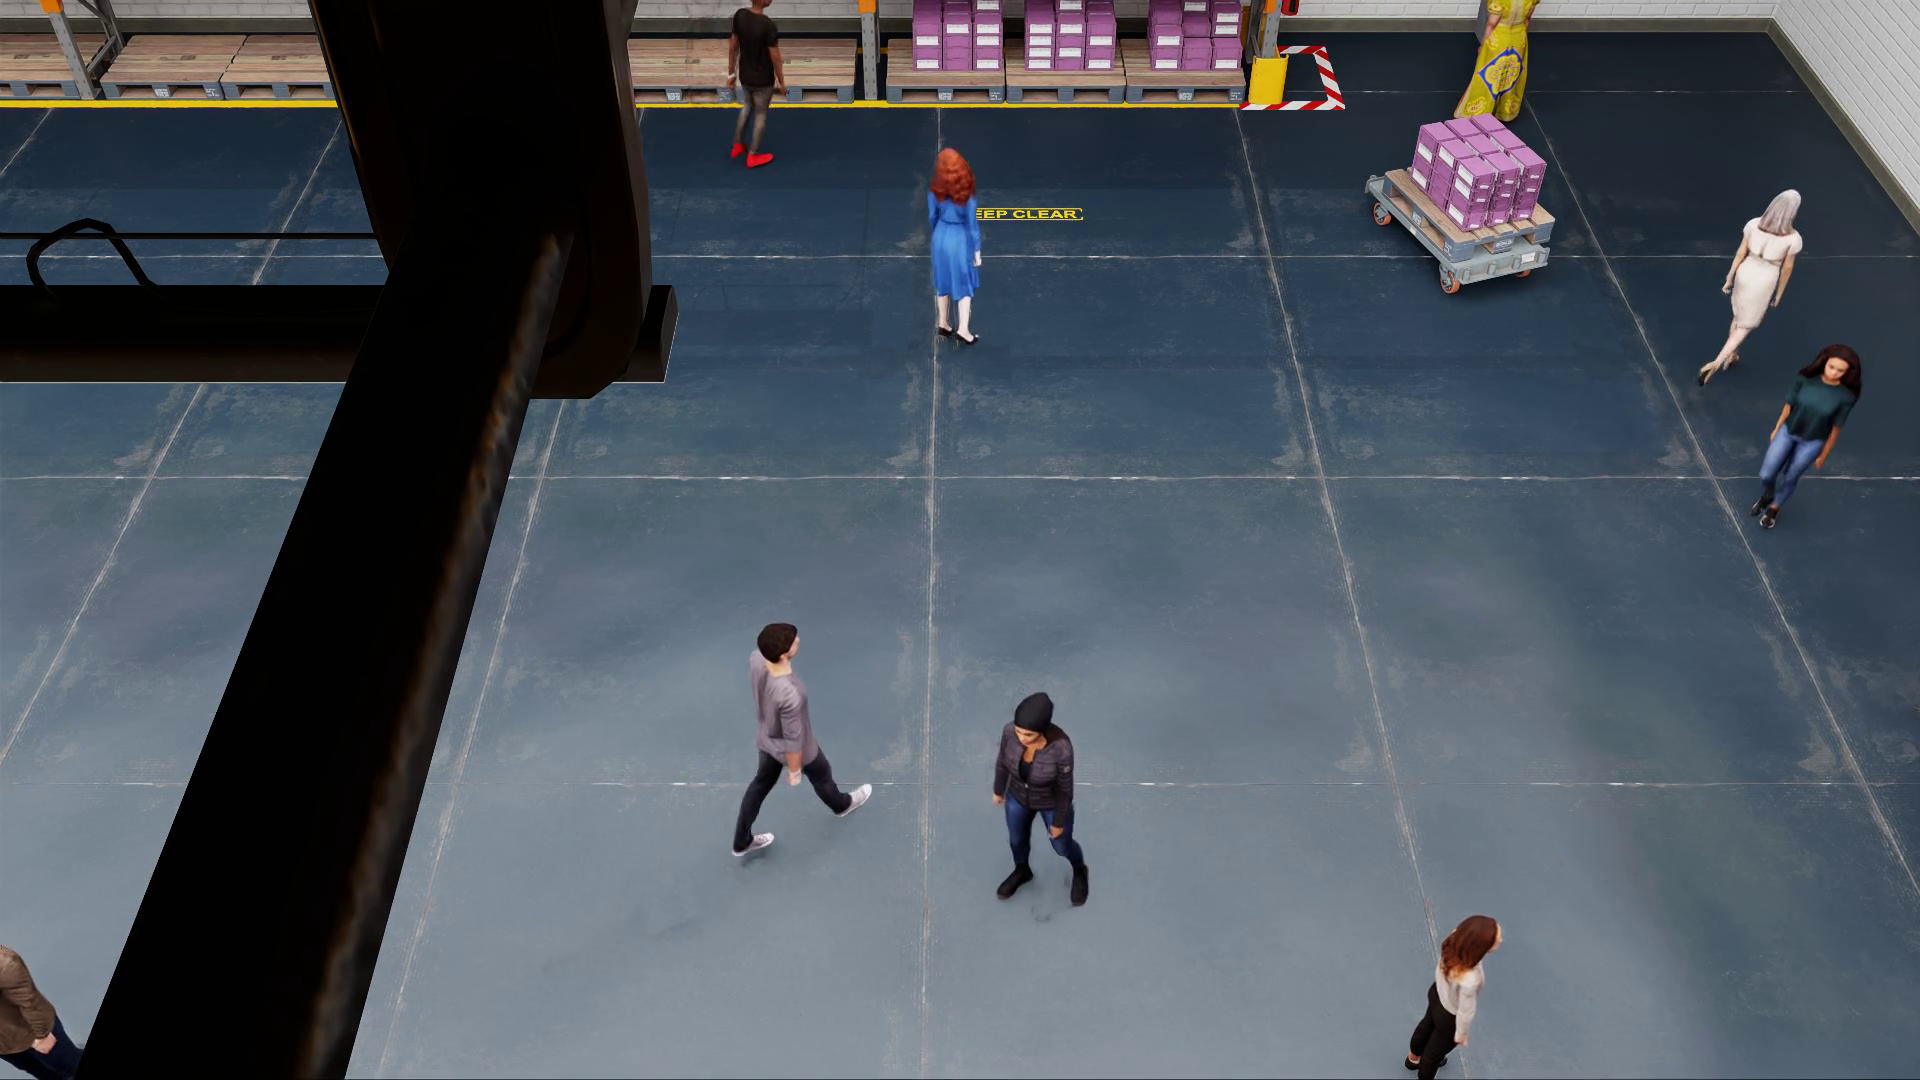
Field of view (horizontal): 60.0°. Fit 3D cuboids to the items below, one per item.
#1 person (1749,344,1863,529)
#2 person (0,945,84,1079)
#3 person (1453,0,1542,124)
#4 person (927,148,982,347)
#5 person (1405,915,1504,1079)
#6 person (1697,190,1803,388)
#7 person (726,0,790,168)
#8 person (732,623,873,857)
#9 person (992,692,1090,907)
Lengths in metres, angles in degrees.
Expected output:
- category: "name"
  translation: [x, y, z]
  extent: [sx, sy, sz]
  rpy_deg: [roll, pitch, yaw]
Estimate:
- category: "person"
  translation: [6.058, -0.770, 11.910]
  extent: [0.721, 1.605, 0.787]
  rpy_deg: [30, 51, 28]
- category: "person"
  translation: [-4.753, 2.415, 8.363]
  extent: [0.530, 1.886, 0.735]
  rpy_deg: [6, 44, 6]
- category: "person"
  translation: [5.257, -4.795, 16.096]
  extent: [0.834, 1.660, 1.001]
  rpy_deg: [-11, 45, -11]
- category: "person"
  translation: [-0.064, -2.327, 13.385]
  extent: [0.699, 1.825, 0.800]
  rpy_deg: [30, 51, 27]
- category: "person"
  translation: [2.546, 2.413, 8.657]
  extent: [0.479, 1.484, 0.537]
  rpy_deg: [0, 44, 0]
- category: "person"
  translation: [6.179, -1.922, 13.042]
  extent: [1.051, 1.713, 1.091]
  rpy_deg: [33, 53, 30]
- category: "person"
  translation: [-1.958, -4.295, 15.489]
  extent: [0.800, 1.772, 0.889]
  rpy_deg: [17, 46, 17]
- category: "person"
  translation: [-1.092, 1.206, 9.691]
  extent: [1.287, 1.806, 1.143]
  rpy_deg: [-27, 50, -25]
- category: "person"
  translation: [0.440, 1.475, 9.449]
  extent: [0.832, 1.749, 0.946]
  rpy_deg: [23, 48, 22]
